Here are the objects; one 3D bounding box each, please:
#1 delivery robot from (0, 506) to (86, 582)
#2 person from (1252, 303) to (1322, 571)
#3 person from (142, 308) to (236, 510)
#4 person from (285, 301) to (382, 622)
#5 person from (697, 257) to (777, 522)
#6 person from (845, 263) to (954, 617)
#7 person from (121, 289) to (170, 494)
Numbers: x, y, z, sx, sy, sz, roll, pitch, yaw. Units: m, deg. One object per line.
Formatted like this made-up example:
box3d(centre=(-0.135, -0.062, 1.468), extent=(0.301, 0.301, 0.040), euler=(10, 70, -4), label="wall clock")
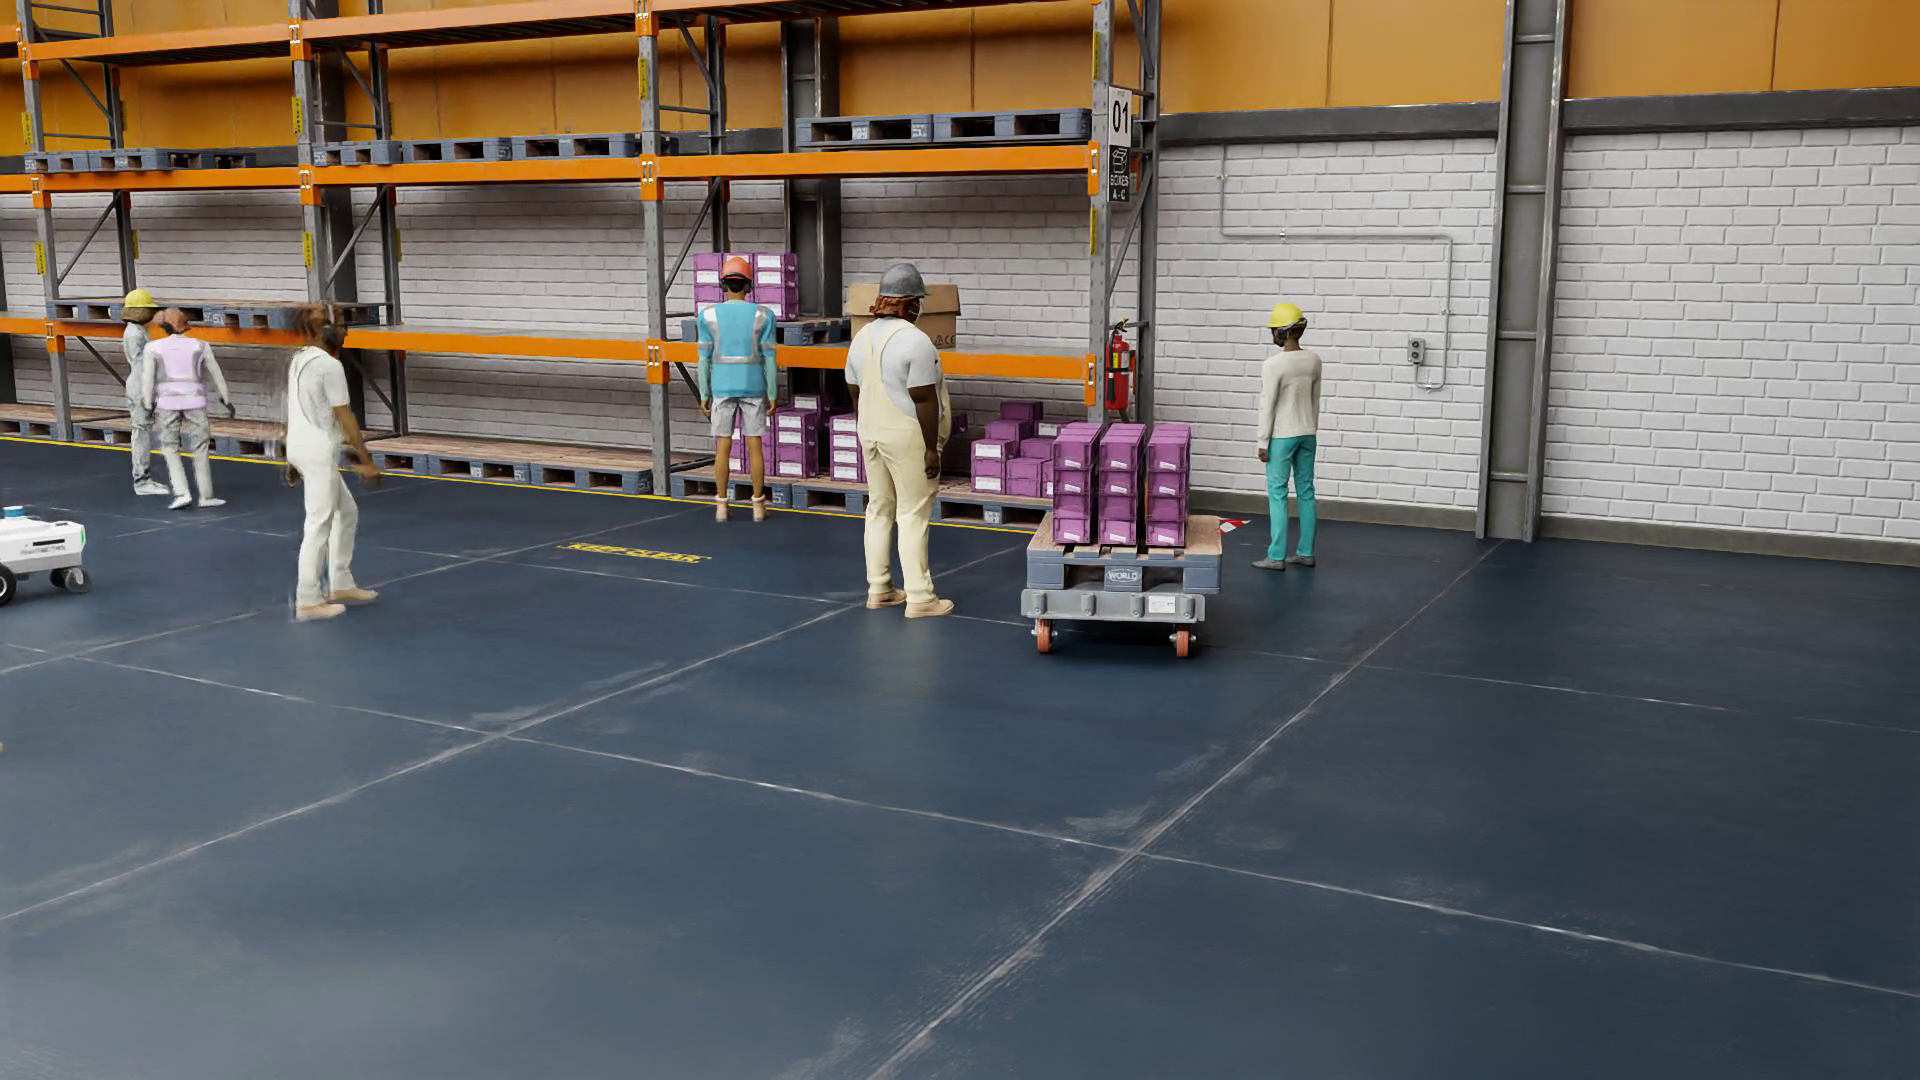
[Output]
box3d(centre=(-5.708, 0.039, 10.075), extent=(0.477, 0.478, 0.707), euler=(10, 14, 42), label="delivery robot")
box3d(centre=(2.149, -0.673, 10.947), extent=(0.527, 1.761, 0.341), euler=(-7, 12, -33), label="person")
box3d(centre=(-6.198, -1.050, 13.384), extent=(0.663, 1.627, 0.378), euler=(-4, 11, -22), label="person")
box3d(centre=(-3.597, -0.455, 9.582), extent=(0.684, 1.818, 0.542), euler=(-8, 13, -39), label="person")
box3d(centre=(-1.710, -1.152, 12.817), extent=(0.608, 2.034, 0.407), euler=(-1, 10, -4), label="person")
box3d(centre=(-0.310, -0.584, 9.672), extent=(0.537, 2.000, 0.678), euler=(-9, 14, -42), label="person")
box3d(centre=(-6.962, -1.264, 14.215), extent=(0.319, 1.742, 0.492), euler=(-5, 11, -25), label="person")
